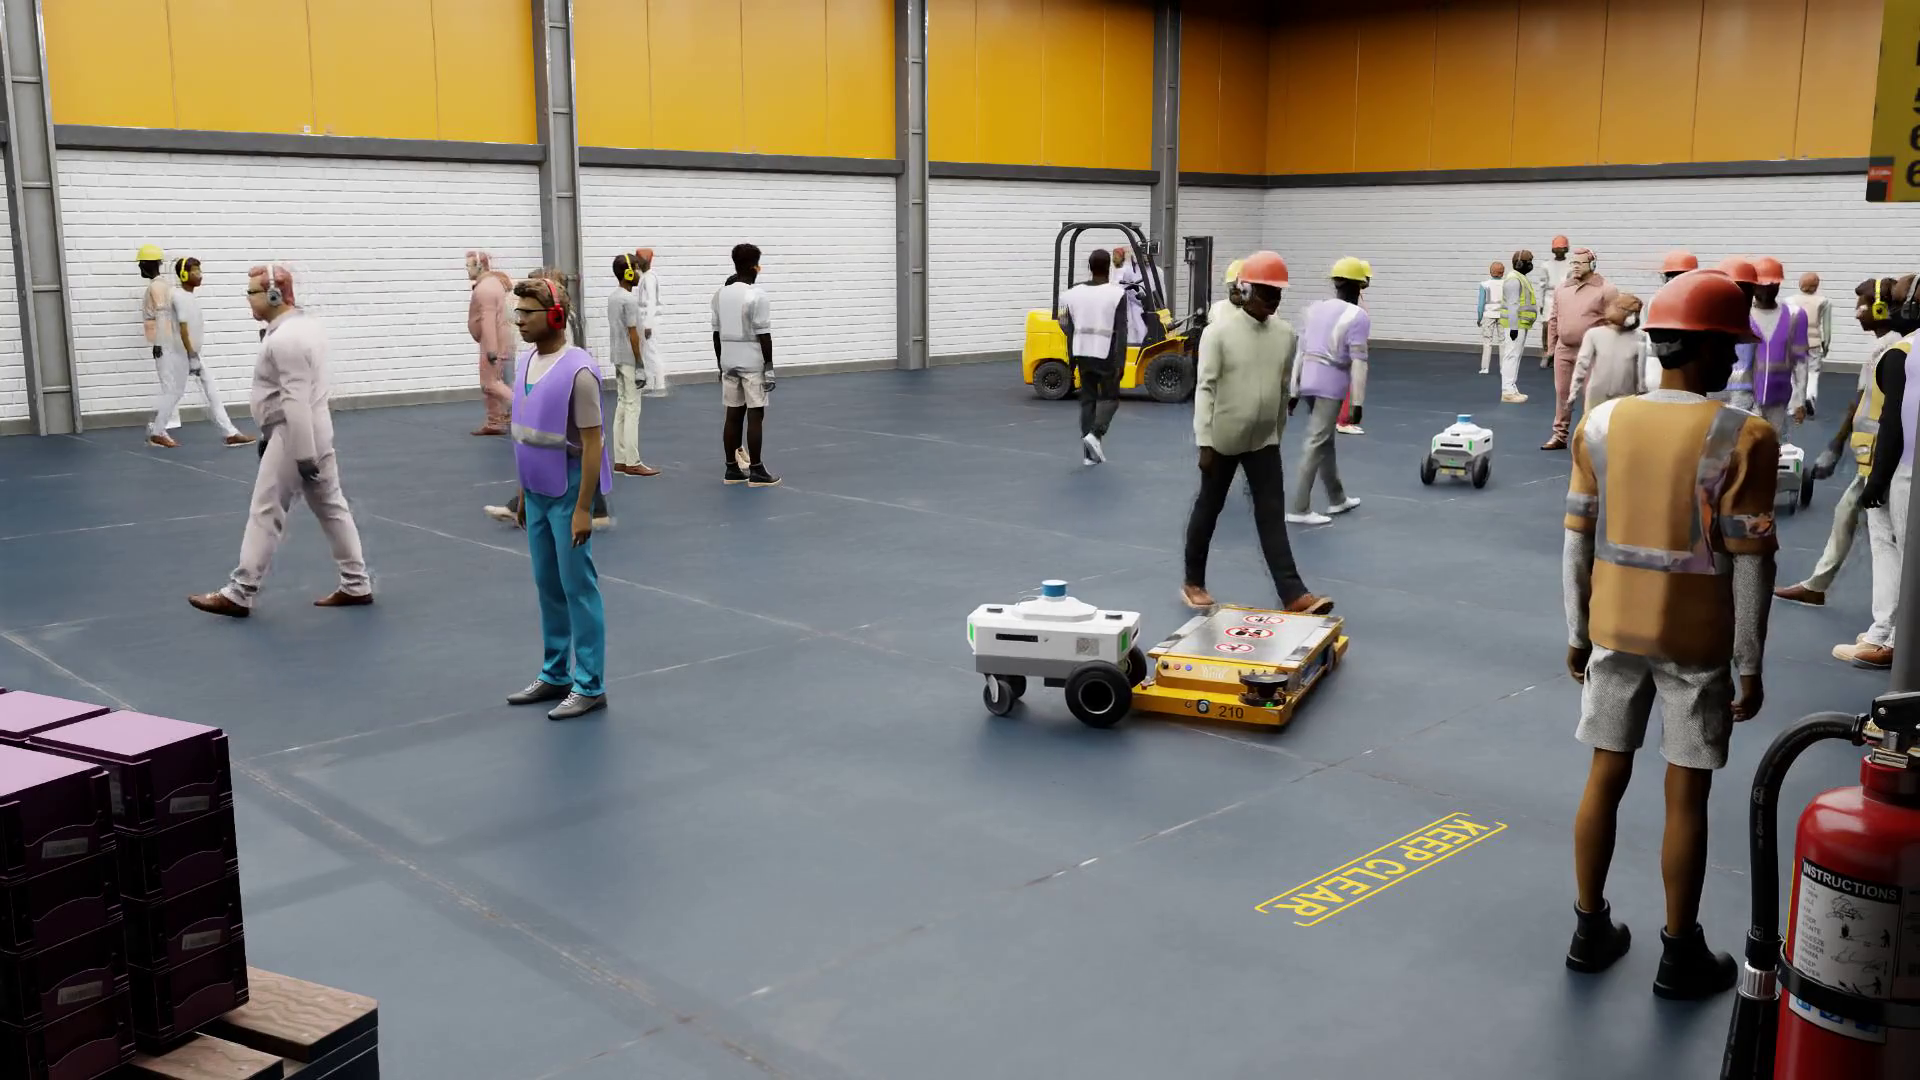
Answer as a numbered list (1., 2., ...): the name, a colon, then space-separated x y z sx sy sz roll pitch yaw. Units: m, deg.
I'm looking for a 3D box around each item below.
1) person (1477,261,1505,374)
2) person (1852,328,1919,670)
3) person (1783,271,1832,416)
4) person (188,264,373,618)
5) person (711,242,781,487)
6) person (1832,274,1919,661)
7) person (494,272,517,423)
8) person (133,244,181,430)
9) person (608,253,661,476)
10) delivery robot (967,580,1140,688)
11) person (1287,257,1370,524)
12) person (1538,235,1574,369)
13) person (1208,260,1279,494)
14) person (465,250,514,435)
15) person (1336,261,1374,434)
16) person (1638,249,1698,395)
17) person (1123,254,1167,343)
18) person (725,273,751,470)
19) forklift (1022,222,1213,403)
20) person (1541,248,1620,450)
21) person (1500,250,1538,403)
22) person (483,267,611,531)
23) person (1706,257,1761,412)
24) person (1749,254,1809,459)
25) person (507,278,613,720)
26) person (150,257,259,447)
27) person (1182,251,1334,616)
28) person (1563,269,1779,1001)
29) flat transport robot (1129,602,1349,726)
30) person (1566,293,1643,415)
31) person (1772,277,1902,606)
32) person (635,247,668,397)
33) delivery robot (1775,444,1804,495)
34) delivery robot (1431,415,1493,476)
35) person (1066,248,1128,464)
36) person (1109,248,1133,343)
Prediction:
1. person: 7.792 -3.223 24.214 0.512 1.640 0.311 1 10 6
2. person: 4.403 -0.307 7.499 0.372 1.940 0.632 -1 10 -3
3. person: 9.371 -2.166 18.483 0.539 1.627 0.504 5 11 23
4. person: -3.654 -0.518 8.867 0.958 1.864 0.667 -2 11 -11
5. person: -1.730 -1.407 13.448 0.618 1.953 0.361 8 13 37
6. person: 4.442 -0.326 7.866 0.627 1.844 0.429 -9 14 -41
7. person: -4.935 -2.080 17.998 0.266 1.631 0.507 -6 12 -28
8. person: -8.376 -2.115 17.385 0.369 1.927 0.587 -5 11 -25
9. person: -2.779 -1.474 14.040 0.328 1.875 0.513 -7 12 -32
10. delivery robot: 0.396 0.414 7.086 0.707 0.478 0.477 3 11 14
11. person: 2.654 -1.057 11.818 0.833 1.865 0.614 -6 12 -29
12. person: 9.038 -3.582 25.146 0.619 2.015 0.757 6 12 31
13. person: 2.184 -1.269 13.034 0.600 1.829 0.404 5 12 26
14. person: -4.637 -1.968 16.717 0.594 1.881 0.692 -2 11 -9
15. person: 4.040 -1.970 17.041 0.329 1.765 0.526 2 11 13
16. person: 5.204 -1.123 12.011 0.627 1.913 0.586 -2 11 -12
17. person: 2.792 -3.504 25.151 0.654 1.866 0.969 -2 11 -11
18. person: -1.907 -1.458 14.427 0.318 1.700 0.536 1 10 4
19. forklift: 1.935 -2.847 20.651 2.313 2.155 1.214 2 11 13
20. person: 5.768 -1.762 15.517 0.407 1.906 0.655 -9 14 -41
21. person: 6.811 -2.603 20.282 0.429 1.842 0.636 5 12 26
22. person: -2.845 -0.942 11.335 0.936 1.799 0.522 -1 10 -5
23. person: 4.019 -0.536 8.851 0.521 1.909 0.618 -1 10 -8
24. person: 5.442 -0.995 11.351 0.556 1.902 0.817 2 11 13
25. person: -1.691 -0.177 7.039 0.389 1.846 0.565 -10 14 -42
26. person: -7.318 -1.773 15.843 1.003 1.815 0.530 -1 10 -5
27. person: 1.498 -0.524 8.669 0.683 1.924 1.073 -5 11 -24
28. person: 1.897 0.251 4.463 0.373 1.932 0.549 -9 14 -41
29. flat transport robot: 1.290 0.528 7.494 0.652 0.197 1.431 5 11 23
30. person: 4.933 -1.086 12.665 0.562 1.593 0.825 4 11 20
31. person: 4.903 -0.469 8.775 1.020 1.810 0.538 9 13 39
32. person: -3.913 -2.725 20.842 0.348 1.885 0.584 -2 11 -13
33. delivery robot: 6.089 -0.559 12.389 0.477 0.478 0.707 5 12 27
34. delivery robot: 4.112 -0.781 13.603 0.477 0.478 0.707 6 12 30
35. person: 1.177 -1.588 14.575 0.592 1.909 0.515 6 12 29
36. person: 2.541 -3.757 26.641 1.036 1.833 0.599 -8 13 -38
